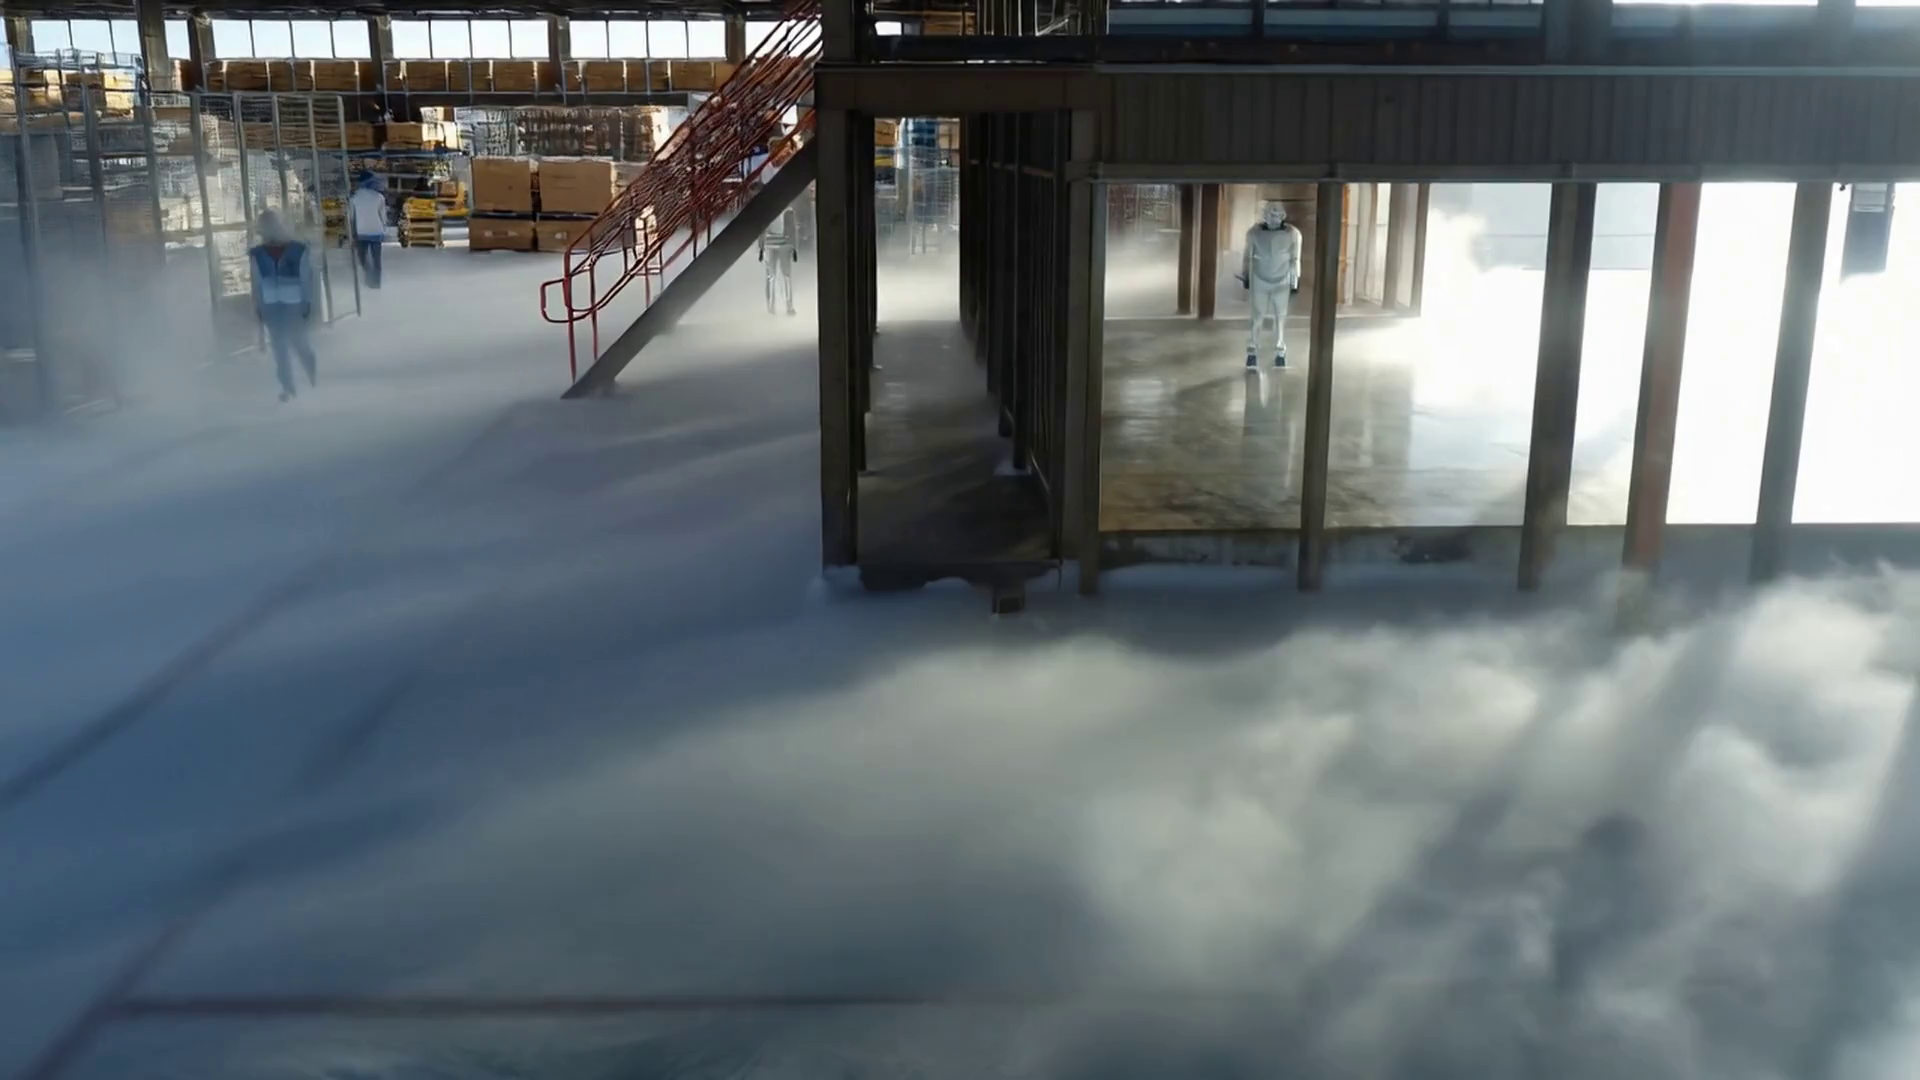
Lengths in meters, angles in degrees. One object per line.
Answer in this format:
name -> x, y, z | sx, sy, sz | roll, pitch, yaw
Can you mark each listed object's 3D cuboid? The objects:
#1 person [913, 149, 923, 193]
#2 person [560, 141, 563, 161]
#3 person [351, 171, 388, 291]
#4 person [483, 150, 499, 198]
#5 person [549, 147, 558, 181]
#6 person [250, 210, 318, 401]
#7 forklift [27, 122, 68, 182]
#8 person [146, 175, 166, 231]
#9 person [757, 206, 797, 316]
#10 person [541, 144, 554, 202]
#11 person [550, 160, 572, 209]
person -> -1.698, -15.046, 67.801 | 0.528, 1.737, 0.821 | -10, 17, -35
person -> -21.767, -20.919, 91.038 | 0.374, 1.843, 0.574 | -3, 14, -13
person -> -9.869, -5.157, 27.774 | 0.643, 1.973, 0.501 | -11, 18, -36
person -> -15.703, -12.119, 55.793 | 0.546, 1.890, 0.996 | 4, 14, 14
person -> -15.315, -13.756, 62.364 | 0.967, 1.870, 0.666 | -9, 17, -33
person -> -6.809, -2.379, 16.827 | 0.606, 1.899, 0.553 | -1, 14, -3
forklift -> -35.376, -14.773, 64.377 | 1.129, 2.768, 1.873 | -1, 14, -2
person -> -17.197, -6.972, 35.608 | 0.494, 1.694, 0.886 | 4, 15, 15
person -> -2.644, -4.193, 24.113 | 0.572, 1.883, 0.355 | 0, 14, 2
person -> -14.253, -12.627, 57.498 | 0.395, 2.044, 0.609 | -2, 14, -8
person -> -10.942, -9.550, 45.758 | 0.900, 1.770, 0.580 | 3, 14, 10
